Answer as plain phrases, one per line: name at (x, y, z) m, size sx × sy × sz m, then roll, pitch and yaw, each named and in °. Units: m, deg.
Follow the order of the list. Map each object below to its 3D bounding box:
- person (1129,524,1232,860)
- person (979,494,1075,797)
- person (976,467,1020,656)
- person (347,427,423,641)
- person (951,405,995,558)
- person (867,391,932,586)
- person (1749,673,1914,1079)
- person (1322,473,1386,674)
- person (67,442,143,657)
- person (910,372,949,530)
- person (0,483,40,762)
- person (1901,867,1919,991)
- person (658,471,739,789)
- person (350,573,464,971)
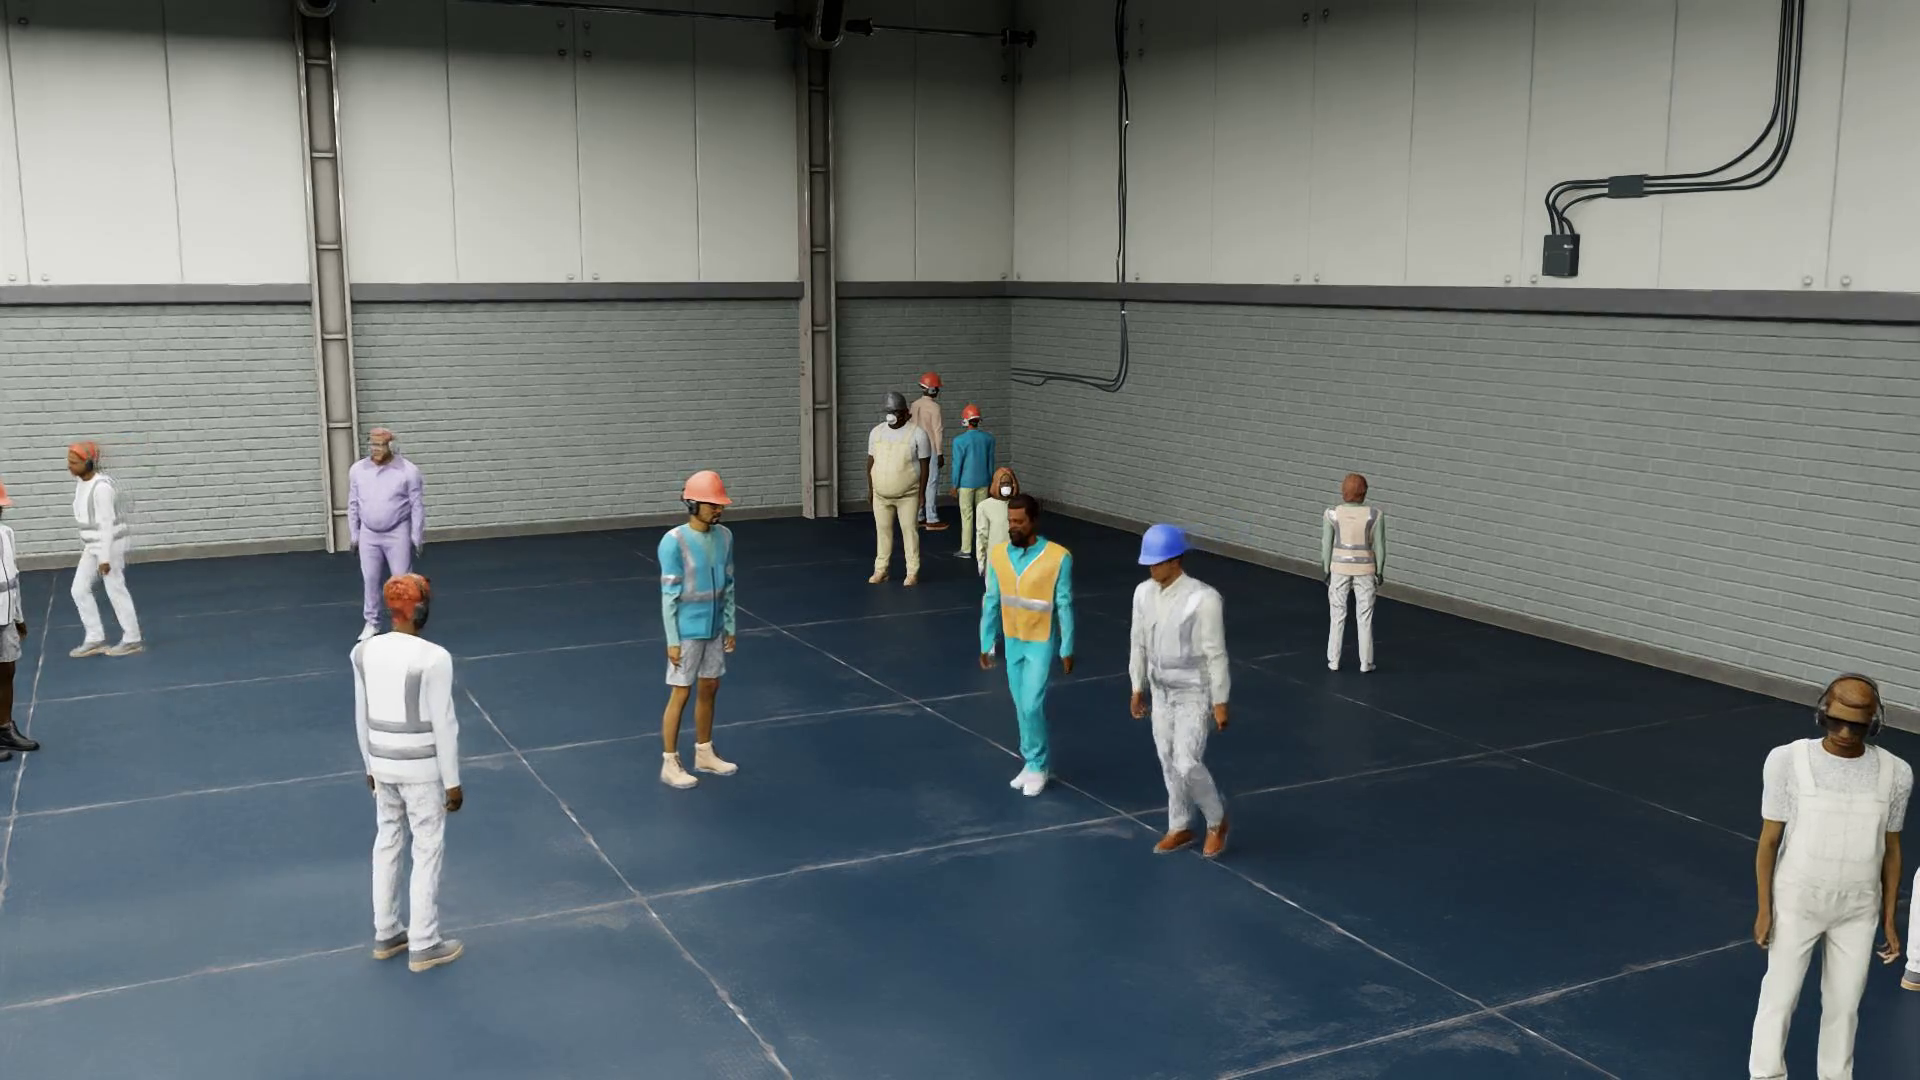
person at (1.187, 0.848, 9.233) m, size 0.520 × 1.911 × 0.653 m, roll -7°, pitch 12°, yaw -38°
person at (0.399, 0.655, 10.430) m, size 0.618 × 1.896 × 0.581 m, roll 7°, pitch 11°, yaw 35°
person at (0.381, 0.184, 14.179) m, size 0.498 × 1.627 × 0.280 m, roll -2°, pitch 9°, yaw -13°
person at (-5.098, -0.047, 14.737) m, size 0.652 × 1.906 × 0.402 m, roll 0°, pitch 9°, yaw -2°
person at (0.139, -0.670, 19.039) m, size 0.559 × 1.752 × 0.325 m, roll -6°, pitch 11°, yaw -33°
person at (-0.673, -0.535, 17.326) m, size 0.688 × 2.000 × 0.536 m, roll 3°, pitch 10°, yaw 20°
person at (3.212, 1.379, 6.157) m, size 0.507 × 1.838 × 0.351 m, roll 2°, pitch 9°, yaw 13°
person at (3.205, 0.274, 13.563) m, size 0.512 × 1.644 × 0.307 m, roll 3°, pitch 10°, yaw 18°
person at (-7.283, 0.094, 14.024) m, size 0.598 × 1.850 × 0.681 m, roll 8°, pitch 13°, yaw 42°
person at (-0.389, -1.128, 21.119) m, size 0.392 × 1.992 × 0.623 m, roll -7°, pitch 11°, yaw -36°
person at (-6.483, 0.525, 11.159) m, size 0.387 × 1.930 × 0.540 m, roll 1°, pitch 9°, yaw 7°
person at (4.448, 1.160, 7.360) m, size 0.337 × 1.882 × 0.584 m, roll 2°, pitch 9°, yaw 10°
person at (-1.642, 0.566, 10.605) m, size 0.448 × 2.030 × 0.621 m, roll 7°, pitch 11°, yaw 36°
person at (-2.588, 1.086, 7.847) m, size 0.590 × 1.879 × 0.358 m, roll 4°, pitch 10°, yaw 25°
